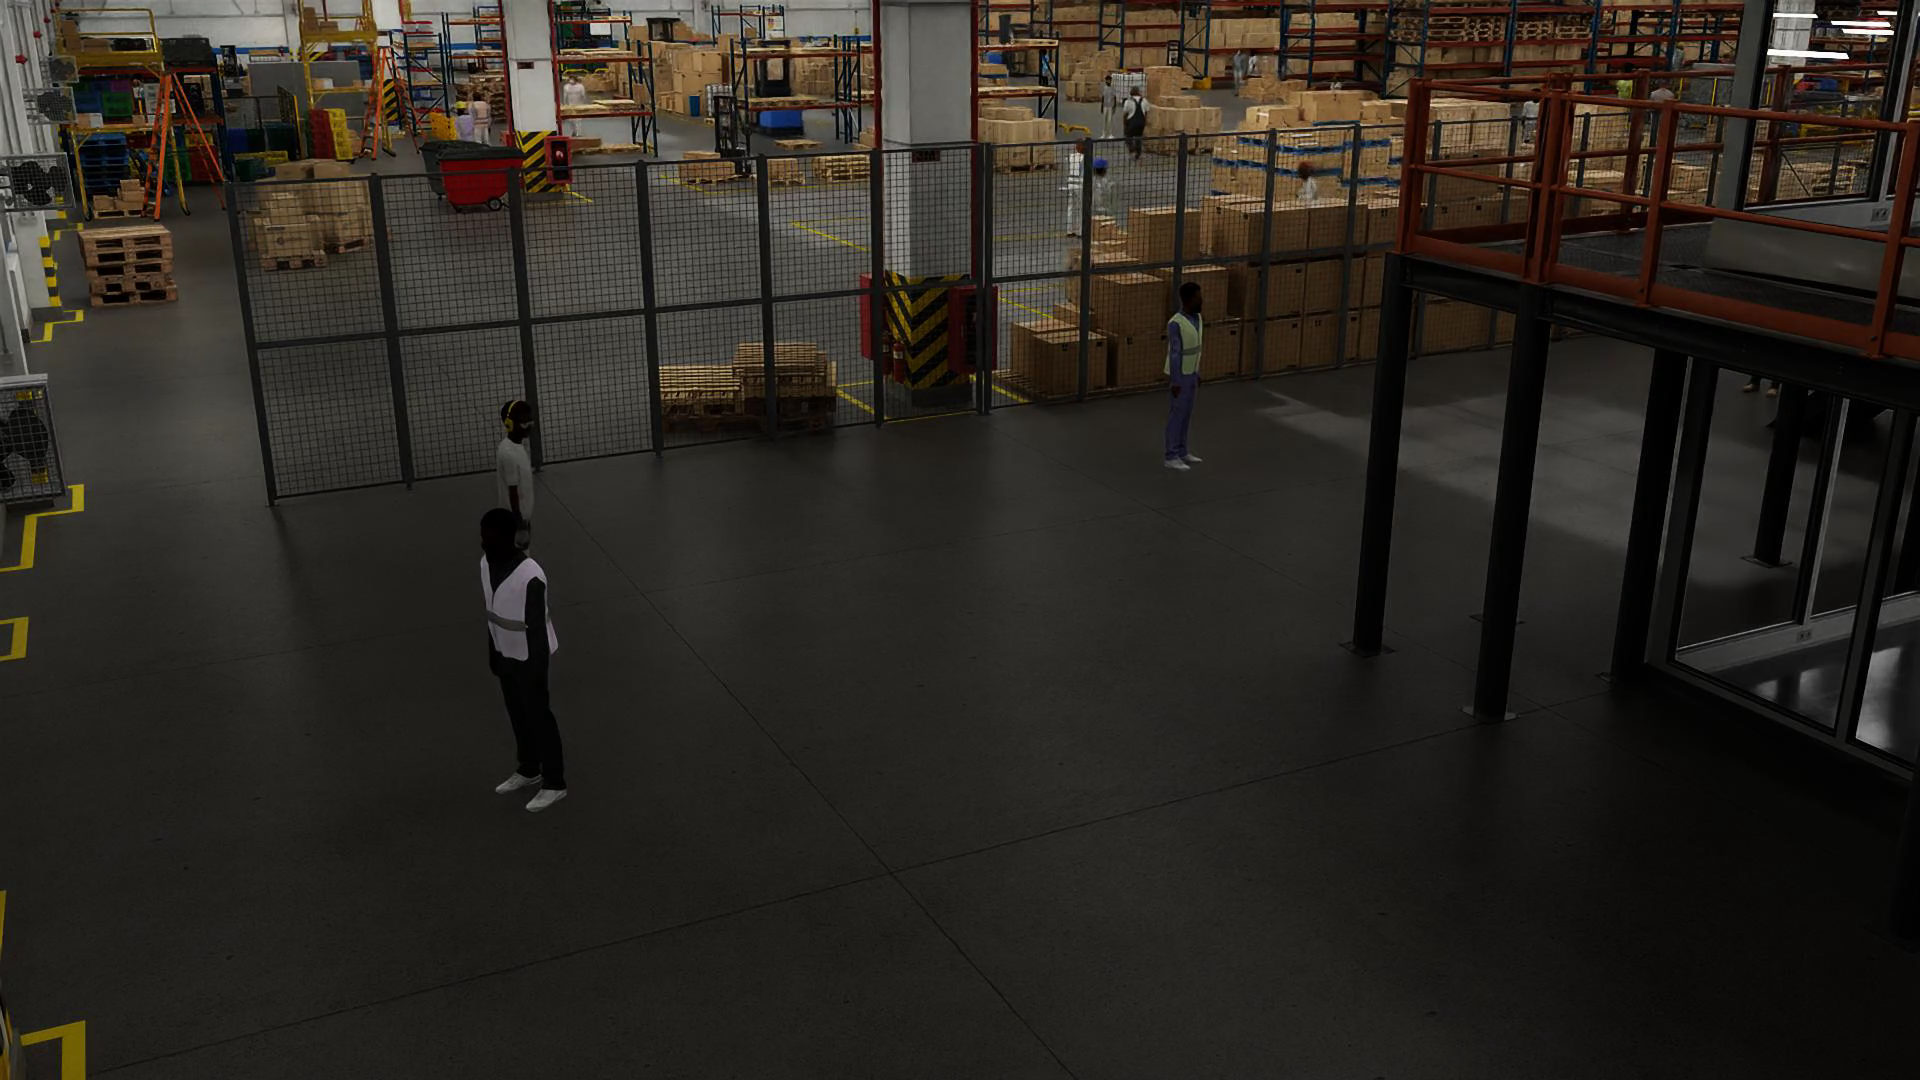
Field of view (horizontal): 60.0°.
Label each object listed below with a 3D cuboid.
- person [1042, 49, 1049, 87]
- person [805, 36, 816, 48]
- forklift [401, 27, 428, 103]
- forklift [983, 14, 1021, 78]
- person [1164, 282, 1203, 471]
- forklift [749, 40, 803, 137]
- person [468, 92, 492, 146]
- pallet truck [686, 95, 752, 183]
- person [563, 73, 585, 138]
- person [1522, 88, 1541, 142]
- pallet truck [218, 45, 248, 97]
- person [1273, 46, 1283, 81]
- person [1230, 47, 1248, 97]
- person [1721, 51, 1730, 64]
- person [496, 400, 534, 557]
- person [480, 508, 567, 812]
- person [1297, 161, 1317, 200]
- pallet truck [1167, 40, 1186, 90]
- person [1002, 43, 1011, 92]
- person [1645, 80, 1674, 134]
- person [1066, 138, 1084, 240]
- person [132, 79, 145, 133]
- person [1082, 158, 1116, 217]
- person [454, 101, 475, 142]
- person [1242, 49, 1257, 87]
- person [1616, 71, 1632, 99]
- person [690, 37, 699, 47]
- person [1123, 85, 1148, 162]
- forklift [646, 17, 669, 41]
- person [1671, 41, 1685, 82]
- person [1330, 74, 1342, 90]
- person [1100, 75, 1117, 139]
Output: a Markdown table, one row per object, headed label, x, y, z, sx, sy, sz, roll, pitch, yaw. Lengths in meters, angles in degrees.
| label | x | y | z | sx | sy | sz | roll | pitch | yaw |
| --- | --- | --- | --- | --- | --- | --- | --- | --- | --- |
| person | 3.506 | -19.562 | 69.161 | 0.318 | 1.699 | 0.535 | 12 | 22 | 31 |
| person | -6.897 | -22.362 | 77.006 | 1.043 | 1.884 | 0.653 | 17 | 26 | 41 |
| forklift | -20.775 | -17.590 | 61.662 | 1.873 | 2.768 | 1.129 | -9 | 21 | -25 |
| forklift | 2.057 | -22.880 | 76.995 | 1.873 | 2.768 | 1.129 | 6 | 20 | 17 |
| person | 2.290 | -1.683 | 17.001 | 0.378 | 1.917 | 0.598 | 11 | 22 | 29 |
| forklift | -5.617 | -13.773 | 50.597 | 1.129 | 2.768 | 1.873 | -9 | 21 | -25 |
| person | -12.582 | -10.789 | 43.565 | 0.640 | 1.826 | 0.542 | -17 | 25 | -40 |
| pallet truck | -5.836 | -9.608 | 39.856 | 0.823 | 1.965 | 1.885 | 10 | 22 | 27 |
| person | -11.451 | -12.876 | 49.451 | 0.629 | 1.925 | 0.446 | -2 | 19 | -5 |
| person | 14.848 | -10.702 | 43.072 | 0.610 | 1.964 | 0.366 | 6 | 20 | 17 |
| pallet truck | -28.879 | -18.665 | 66.111 | 0.823 | 1.965 | 1.885 | -3 | 19 | -9 |
| person | 12.799 | -18.838 | 66.790 | 0.683 | 1.897 | 0.559 | 2 | 19 | 6 |
| person | 11.007 | -18.514 | 65.796 | 0.648 | 1.922 | 0.560 | 14 | 24 | 36 |
| person | 30.697 | -18.737 | 66.724 | 0.536 | 1.734 | 0.865 | -11 | 22 | -29 |
| person | -3.329 | -0.151 | 12.646 | 0.334 | 1.864 | 0.521 | -4 | 19 | -12 |
| person | -2.663 | 0.703 | 10.109 | 0.586 | 1.910 | 0.395 | 17 | 26 | 41 |
| person | 5.762 | -5.392 | 27.822 | 0.501 | 1.864 | 0.624 | 3 | 19 | 8 |
| pallet truck | 9.045 | -19.971 | 69.895 | 0.823 | 1.965 | 1.885 | -3 | 19 | -8 |
| person | 1.890 | -19.108 | 67.407 | 0.392 | 1.990 | 0.611 | 8 | 21 | 22 |
| person | 19.899 | -12.146 | 47.427 | 0.643 | 1.857 | 0.988 | 1 | 19 | 4 |
| person | 2.240 | -6.621 | 31.388 | 0.567 | 1.878 | 0.350 | 17 | 25 | 40 |
| person | -25.375 | -13.403 | 51.411 | 0.517 | 1.633 | 0.313 | 6 | 20 | 16 |
| person | 2.346 | -5.405 | 27.804 | 0.635 | 1.909 | 0.825 | 10 | 22 | 28 |
| person | -11.708 | -9.382 | 39.306 | 0.384 | 1.925 | 0.593 | 10 | 22 | 28 |
| person | 12.065 | -19.567 | 69.222 | 0.836 | 1.652 | 0.557 | -8 | 21 | -22 |
| person | 21.874 | -14.606 | 54.862 | 0.541 | 1.646 | 0.877 | 11 | 22 | 29 |
| person | -12.020 | -21.713 | 75.078 | 0.548 | 1.906 | 0.477 | 8 | 21 | 22 |
| person | 4.577 | -10.968 | 43.733 | 0.722 | 2.000 | 0.535 | -7 | 20 | -20 |
| forklift | -13.136 | -21.333 | 72.511 | 1.129 | 2.768 | 1.873 | -17 | 25 | -40 |
| person | 31.573 | -21.003 | 73.167 | 0.603 | 1.810 | 0.607 | -8 | 21 | -22 |
| person | 12.174 | -14.281 | 53.960 | 0.316 | 1.629 | 0.508 | -8 | 21 | -22 |
| person | 4.442 | -12.943 | 49.740 | 0.527 | 1.857 | 0.319 | 13 | 23 | 34 |
